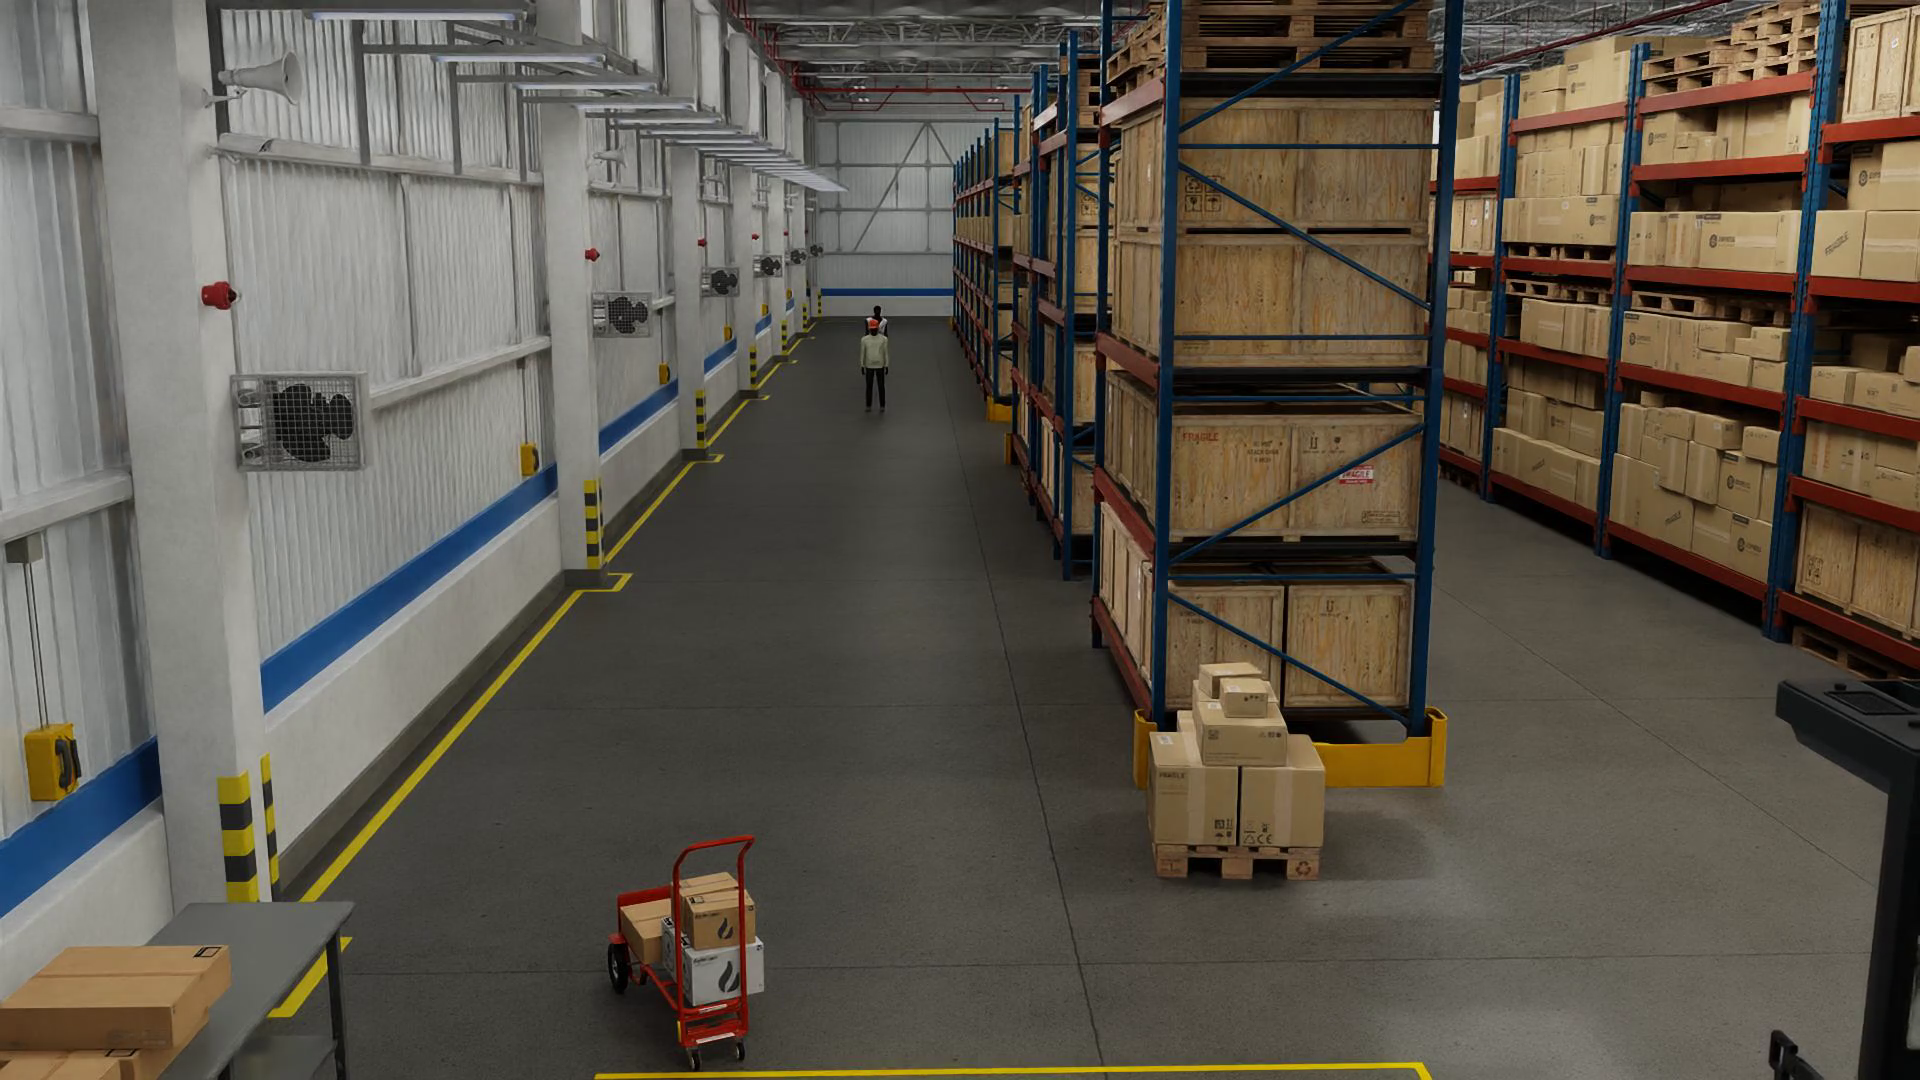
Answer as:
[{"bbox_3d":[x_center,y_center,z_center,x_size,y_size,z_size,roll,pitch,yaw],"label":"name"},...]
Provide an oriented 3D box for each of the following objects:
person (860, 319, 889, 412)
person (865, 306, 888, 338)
[{"bbox_3d":[-1.828,-3.728,35.588,0.617,1.988,0.402,0,11,2],"label":"person"},{"bbox_3d":[-2.150,-5.075,42.807,0.597,1.908,0.406,-4,11,-18],"label":"person"}]
